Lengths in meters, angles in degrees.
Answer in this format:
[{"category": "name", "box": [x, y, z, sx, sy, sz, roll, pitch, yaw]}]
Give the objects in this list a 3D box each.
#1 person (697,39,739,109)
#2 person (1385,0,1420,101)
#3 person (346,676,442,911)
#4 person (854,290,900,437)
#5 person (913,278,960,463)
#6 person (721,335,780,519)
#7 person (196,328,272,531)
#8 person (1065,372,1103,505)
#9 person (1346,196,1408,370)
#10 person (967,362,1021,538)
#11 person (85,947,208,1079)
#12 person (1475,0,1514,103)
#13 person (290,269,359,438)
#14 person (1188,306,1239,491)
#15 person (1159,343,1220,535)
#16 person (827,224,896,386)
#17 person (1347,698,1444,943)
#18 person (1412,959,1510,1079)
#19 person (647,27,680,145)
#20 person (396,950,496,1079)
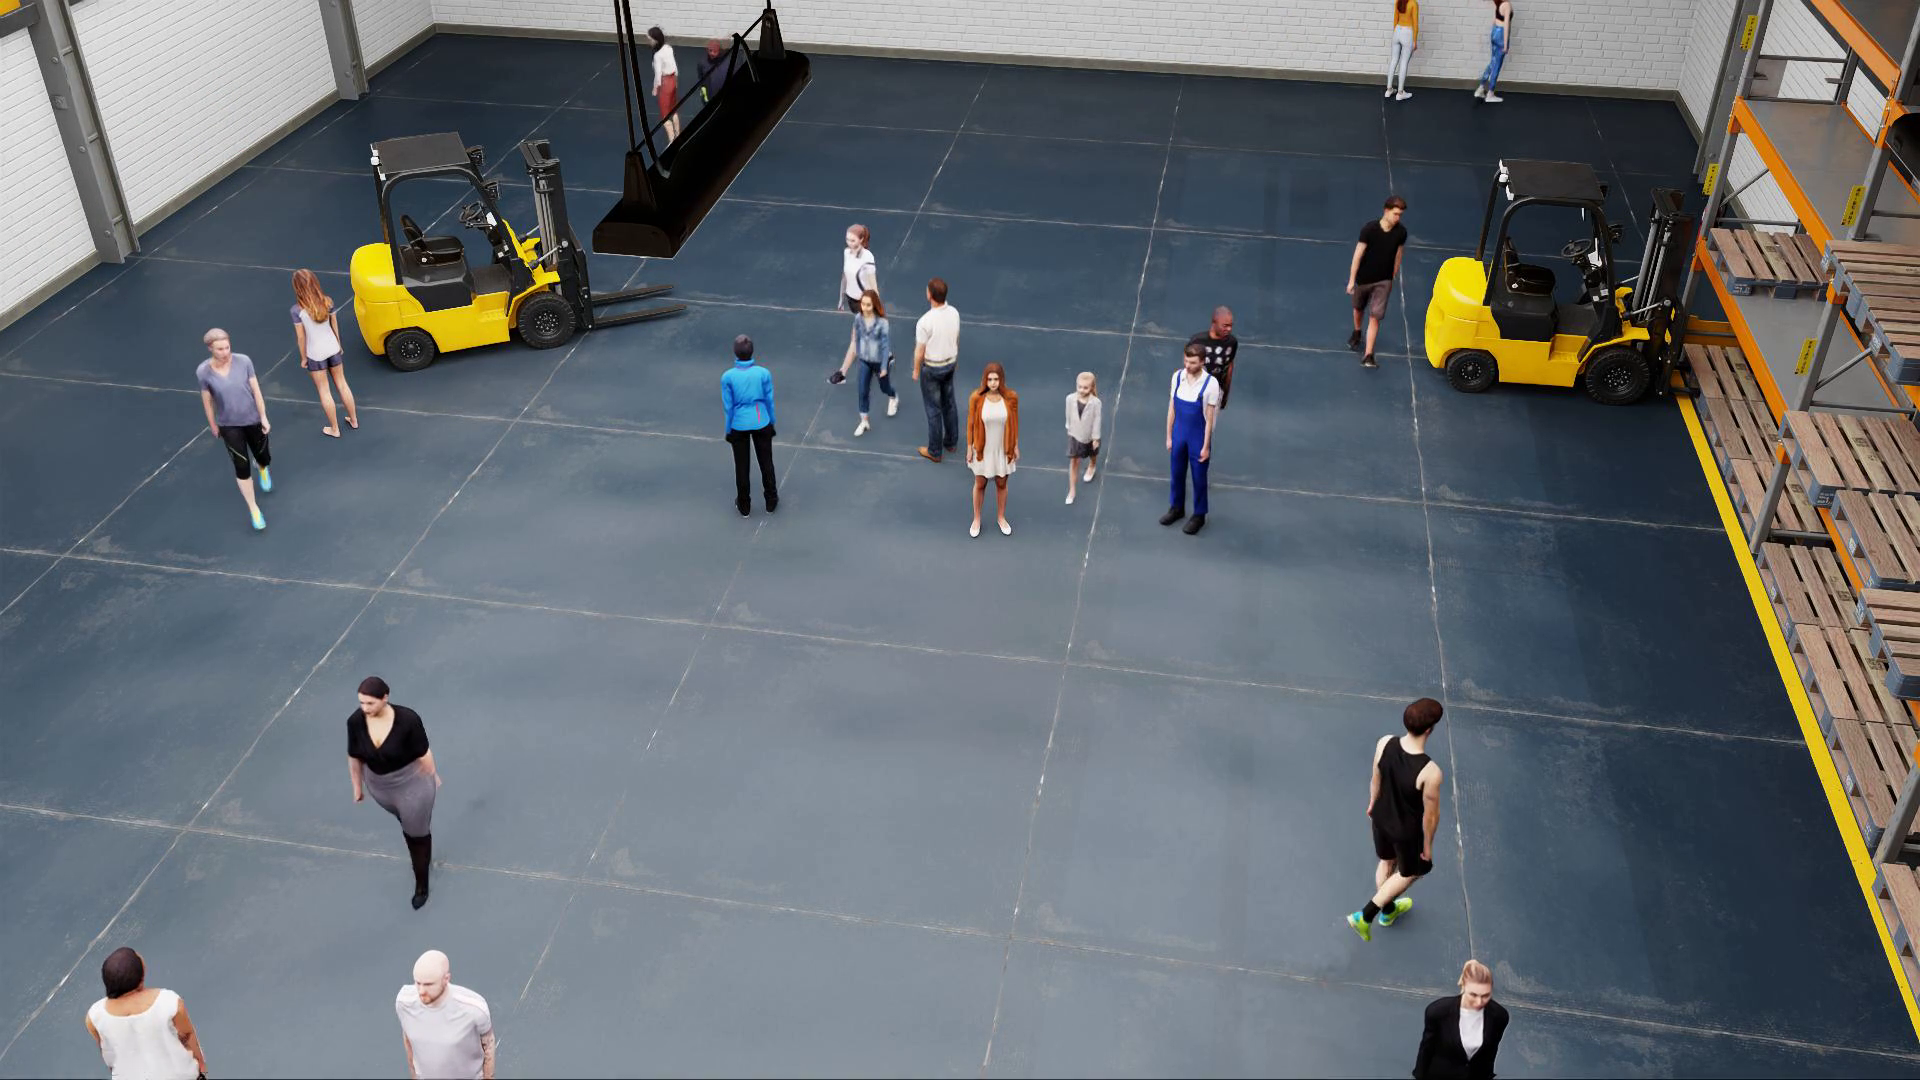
[{"category": "person", "box": [-3.172, -5.851, 22.193, 0.763, 1.757, 1.204, 8, 34, 11]}, {"category": "person", "box": [6.532, -7.389, 24.513, 0.737, 1.751, 0.686, -24, 41, -32]}, {"category": "person", "box": [-3.693, 1.550, 11.081, 0.693, 1.734, 0.844, 4, 34, 6]}, {"category": "person", "box": [-0.802, -1.790, 16.357, 0.696, 1.456, 0.997, 13, 36, 19]}, {"category": "person", "box": [-0.196, -1.598, 15.709, 0.754, 1.854, 0.834, -27, 42, -34]}, {"category": "person", "box": [-1.879, -1.018, 14.886, 0.691, 1.797, 0.677, -8, 34, -11]}, {"category": "person", "box": [-6.450, -1.068, 14.913, 1.076, 1.852, 1.176, -17, 37, -24]}, {"category": "person", "box": [1.161, -1.011, 15.375, 0.586, 1.244, 0.928, 11, 35, 16]}, {"category": "person", "box": [4.342, -2.778, 17.535, 0.725, 1.797, 1.196, 5, 34, 8]}, {"category": "person", "box": [0.290, -0.821, 14.661, 0.686, 1.719, 0.656, -3, 34, -5]}, {"category": "person", "box": [-4.407, 2.908, 9.096, 0.854, 1.670, 1.001, -7, 34, -10]}, {"category": "person", "box": [7.880, -7.299, 24.344, 0.733, 1.787, 0.683, -7, 34, -10]}, {"category": "person", "box": [-6.188, -1.819, 16.150, 0.740, 1.731, 0.641, 26, 42, 34]}, {"category": "person", "box": [2.243, -1.383, 15.454, 0.924, 1.777, 1.097, -5, 34, -8]}, {"category": "person", "box": [2.054, -0.926, 14.702, 0.695, 1.848, 0.695, 21, 39, 28]}, {"category": "person", "box": [-0.947, -2.461, 17.145, 1.195, 1.701, 1.042, -28, 42, -35]}, {"category": "person", "box": [2.752, 1.818, 10.545, 1.063, 1.880, 0.995, -23, 40, -30]}, {"category": "person", "box": [2.675, 2.917, 9.047, 0.646, 1.707, 0.595, 0, 34, 0]}, {"category": "person", "box": [-3.957, -6.125, 22.623, 0.857, 1.739, 0.476, 15, 36, 21]}, {"category": "person", "box": [-2.718, 2.886, 8.981, 0.648, 1.832, 0.575, 5, 34, 7]}]
